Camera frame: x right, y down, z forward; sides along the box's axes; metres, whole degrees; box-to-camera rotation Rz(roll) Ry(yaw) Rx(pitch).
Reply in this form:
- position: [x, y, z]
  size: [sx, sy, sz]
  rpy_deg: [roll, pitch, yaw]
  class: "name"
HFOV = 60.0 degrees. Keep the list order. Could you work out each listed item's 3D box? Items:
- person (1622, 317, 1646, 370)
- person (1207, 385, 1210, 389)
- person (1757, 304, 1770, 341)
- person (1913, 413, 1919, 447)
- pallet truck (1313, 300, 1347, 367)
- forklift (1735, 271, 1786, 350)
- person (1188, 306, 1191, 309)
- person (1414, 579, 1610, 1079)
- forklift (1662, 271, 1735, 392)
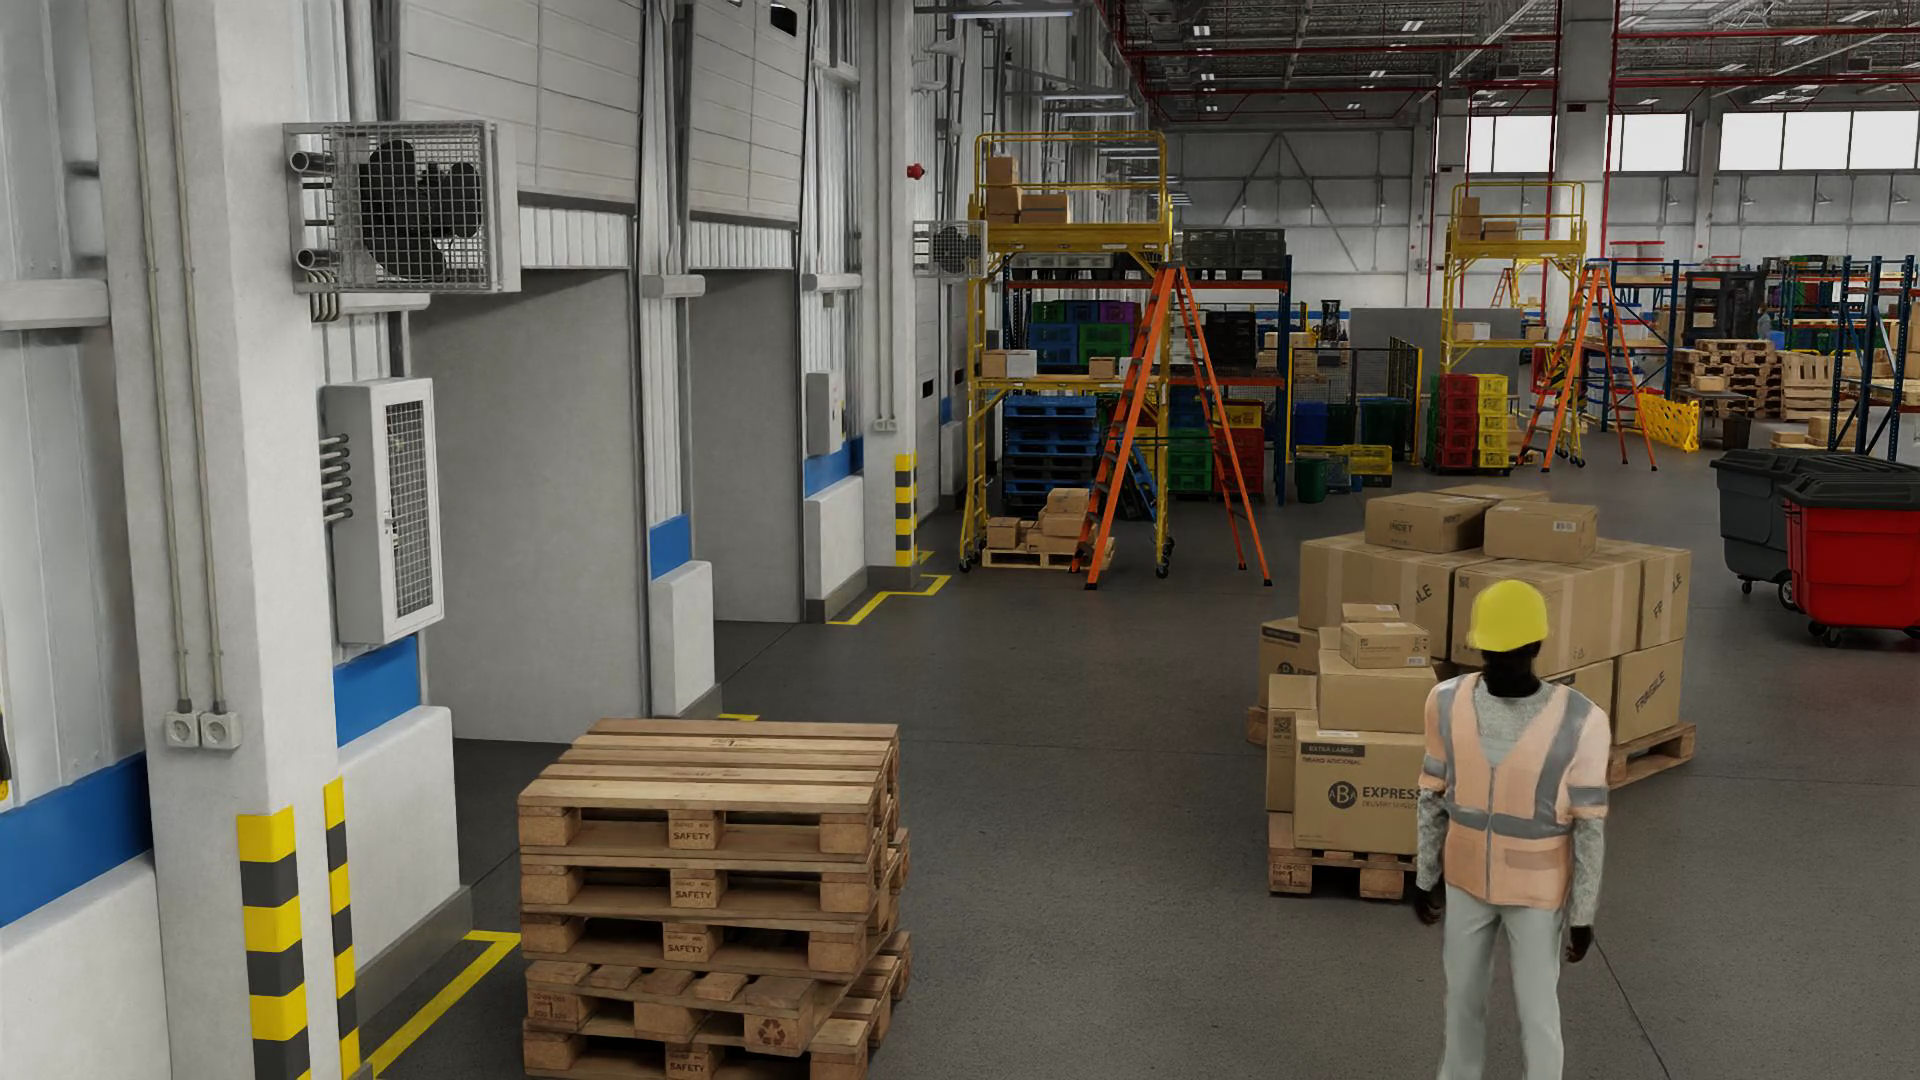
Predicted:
- position: [15.787, -4.407, 38.935]
  size: [0.550, 1.913, 0.669]
  rpy_deg: [7, 11, 36]
  class: "person"
- position: [5.181, -3.651, 35.132]
  size: [0.314, 1.634, 0.515]
  rpy_deg: [-5, 11, -29]
  class: "person"
- position: [22.219, -5.569, 46.038]
  size: [0.358, 1.931, 0.628]
  rpy_deg: [4, 10, 22]
  class: "person"
- position: [15.687, -2.368, 26.894]
  size: [0.320, 1.739, 0.485]
  rpy_deg: [9, 13, 43]
  class: "person"
- position: [11.159, -6.200, 49.718]
  size: [0.823, 1.965, 1.885]
  rpy_deg: [4, 10, 26]
  class: "pallet truck"
- position: [22.711, -6.342, 47.879]
  size: [1.873, 2.768, 1.129]
  rpy_deg: [-3, 10, -17]
  class: "forklift"
- position: [6.204, -5.354, 44.716]
  size: [0.544, 1.930, 0.389]
  rpy_deg: [-5, 11, -29]
  class: "person"
- position: [1.685, 1.062, 5.182]
  size: [0.589, 1.918, 0.399]
  rpy_deg: [8, 12, 40]
  class: "person"
- position: [17.033, -4.751, 38.066]
  size: [1.129, 2.768, 1.873]
  rpy_deg: [9, 13, 43]
  class: "forklift"
